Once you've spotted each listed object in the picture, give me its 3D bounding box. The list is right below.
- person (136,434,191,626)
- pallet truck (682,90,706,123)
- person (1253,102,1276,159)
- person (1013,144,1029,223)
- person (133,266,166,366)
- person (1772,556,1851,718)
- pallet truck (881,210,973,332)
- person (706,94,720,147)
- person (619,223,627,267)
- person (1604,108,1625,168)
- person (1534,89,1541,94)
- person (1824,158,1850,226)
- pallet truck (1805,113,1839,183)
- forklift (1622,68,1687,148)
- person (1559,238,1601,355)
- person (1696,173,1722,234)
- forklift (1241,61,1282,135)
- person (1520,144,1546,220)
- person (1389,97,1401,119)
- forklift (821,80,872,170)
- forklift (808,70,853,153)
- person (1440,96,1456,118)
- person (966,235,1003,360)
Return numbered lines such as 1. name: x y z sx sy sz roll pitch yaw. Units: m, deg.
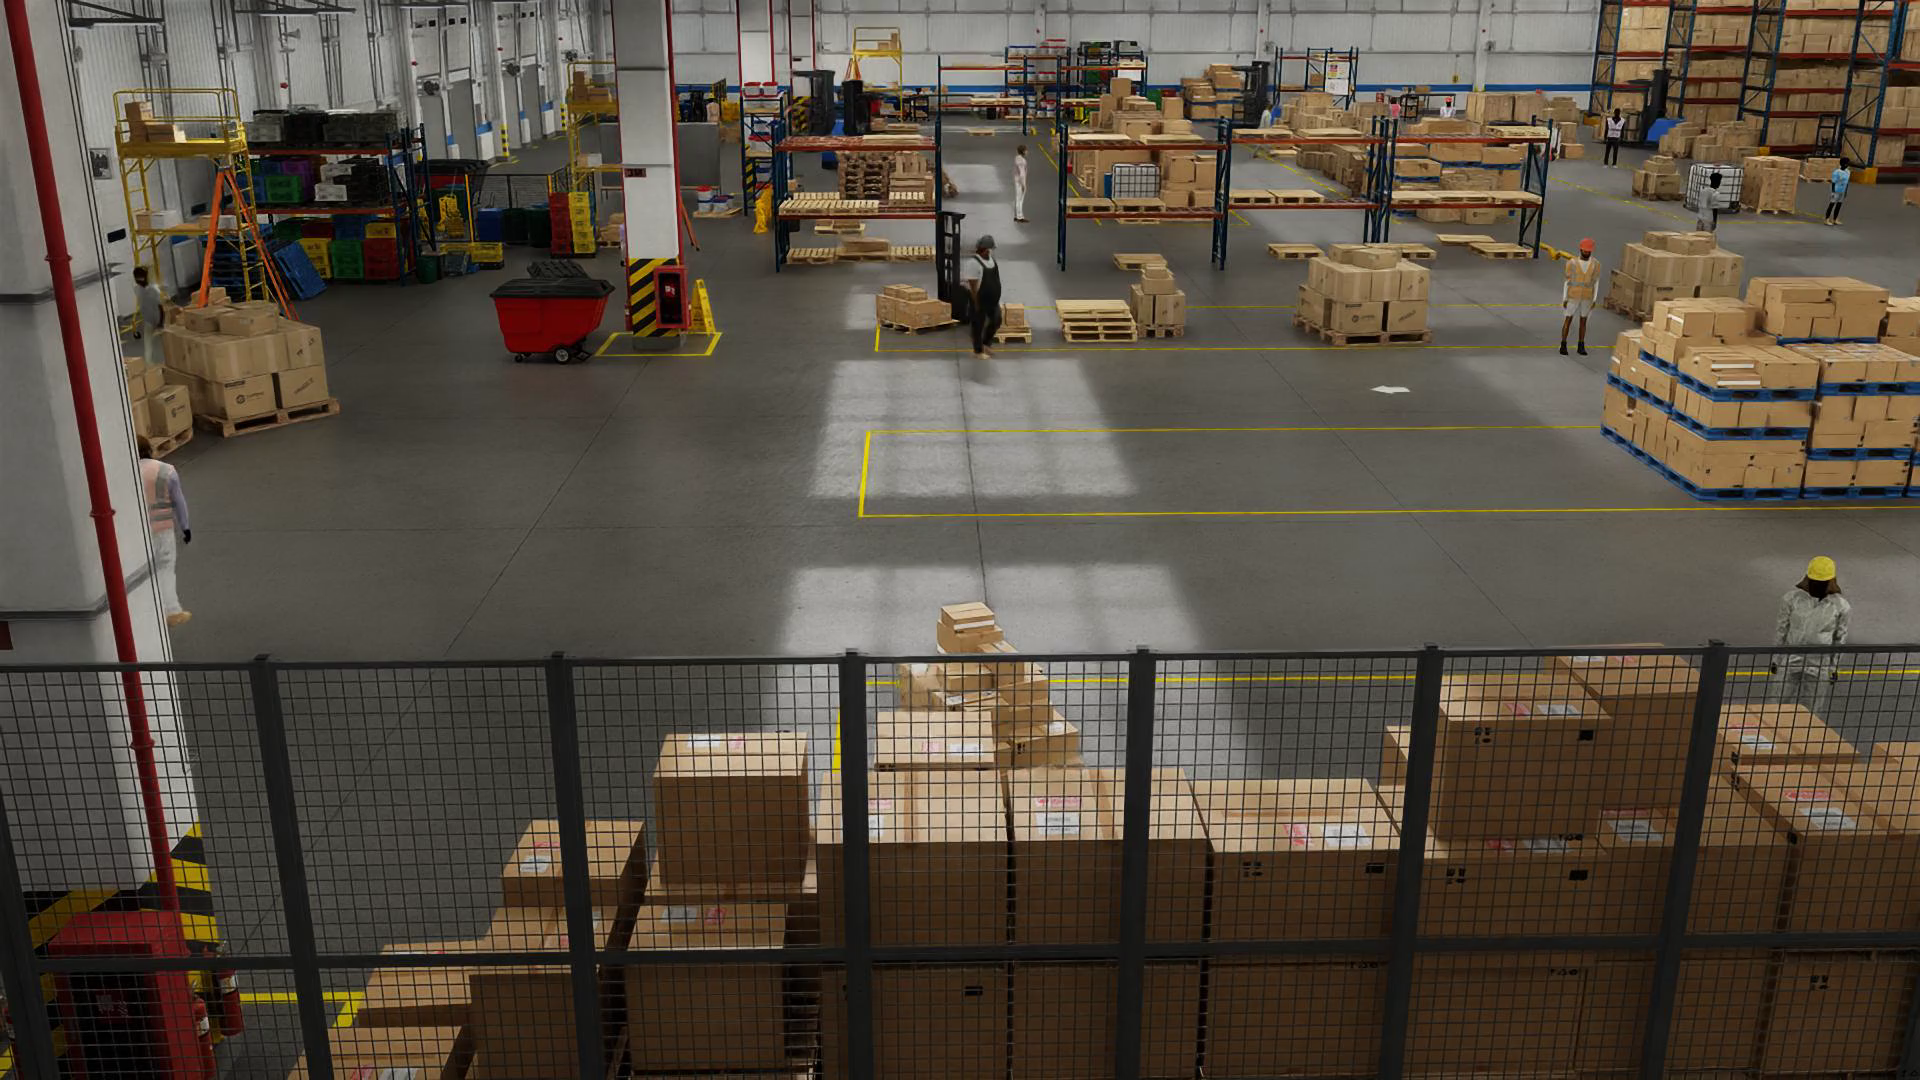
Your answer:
1. person: -7.749 -0.122 15.910 0.712 1.785 0.897 -6 20 -17
2. pallet truck: -9.671 -15.907 62.421 0.823 1.965 1.885 5 19 15
3. person: 10.513 -14.090 57.214 0.706 1.927 0.673 0 19 -1
4. person: 1.533 -9.012 42.057 0.371 1.940 0.627 -3 19 -10
5. person: -12.293 -3.313 25.403 0.516 1.787 1.059 4 19 10
6. person: 6.519 0.947 12.812 0.488 1.743 0.319 9 21 26
7. pallet truck: -0.493 -4.759 29.349 1.885 1.965 0.823 -13 23 -34
8. person: -9.061 -15.362 60.919 0.379 1.922 0.592 14 23 36
9. person: -6.119 -5.339 31.181 0.594 1.922 0.375 -16 25 -40
10. person: 21.327 -13.108 54.261 0.596 1.912 0.385 4 19 13
11. person: 21.843 -16.101 63.082 0.676 1.935 0.948 -17 25 -41
12. person: 21.918 -8.687 41.480 0.533 1.691 0.322 -8 20 -21
13. pallet truck: 26.403 -11.957 50.702 0.823 1.965 1.885 6 19 16
14. forklift: 25.298 -15.627 60.231 1.873 2.768 1.129 15 24 37
15. person: 10.107 -3.959 27.092 0.542 1.928 0.400 2 19 6
16. person: 16.126 -6.931 35.864 0.379 1.958 0.606 -3 19 -8
17. forklift: 11.818 -17.491 65.758 1.873 2.768 1.129 -6 20 -17
18. person: 14.610 -9.129 42.467 0.634 1.909 0.970 9 21 26
19. person: 15.676 -15.144 60.399 0.628 1.843 0.429 -8 20 -23
20. forklift: -3.431 -13.266 53.226 1.873 2.768 1.129 8 20 21
21. forklift: -4.742 -15.279 59.197 1.873 2.768 1.129 -10 21 -26
22. person: 17.351 -14.816 59.277 0.552 1.935 0.360 7 20 20
23. person: 0.403 -3.903 26.744 0.535 2.000 0.693 14 23 36
